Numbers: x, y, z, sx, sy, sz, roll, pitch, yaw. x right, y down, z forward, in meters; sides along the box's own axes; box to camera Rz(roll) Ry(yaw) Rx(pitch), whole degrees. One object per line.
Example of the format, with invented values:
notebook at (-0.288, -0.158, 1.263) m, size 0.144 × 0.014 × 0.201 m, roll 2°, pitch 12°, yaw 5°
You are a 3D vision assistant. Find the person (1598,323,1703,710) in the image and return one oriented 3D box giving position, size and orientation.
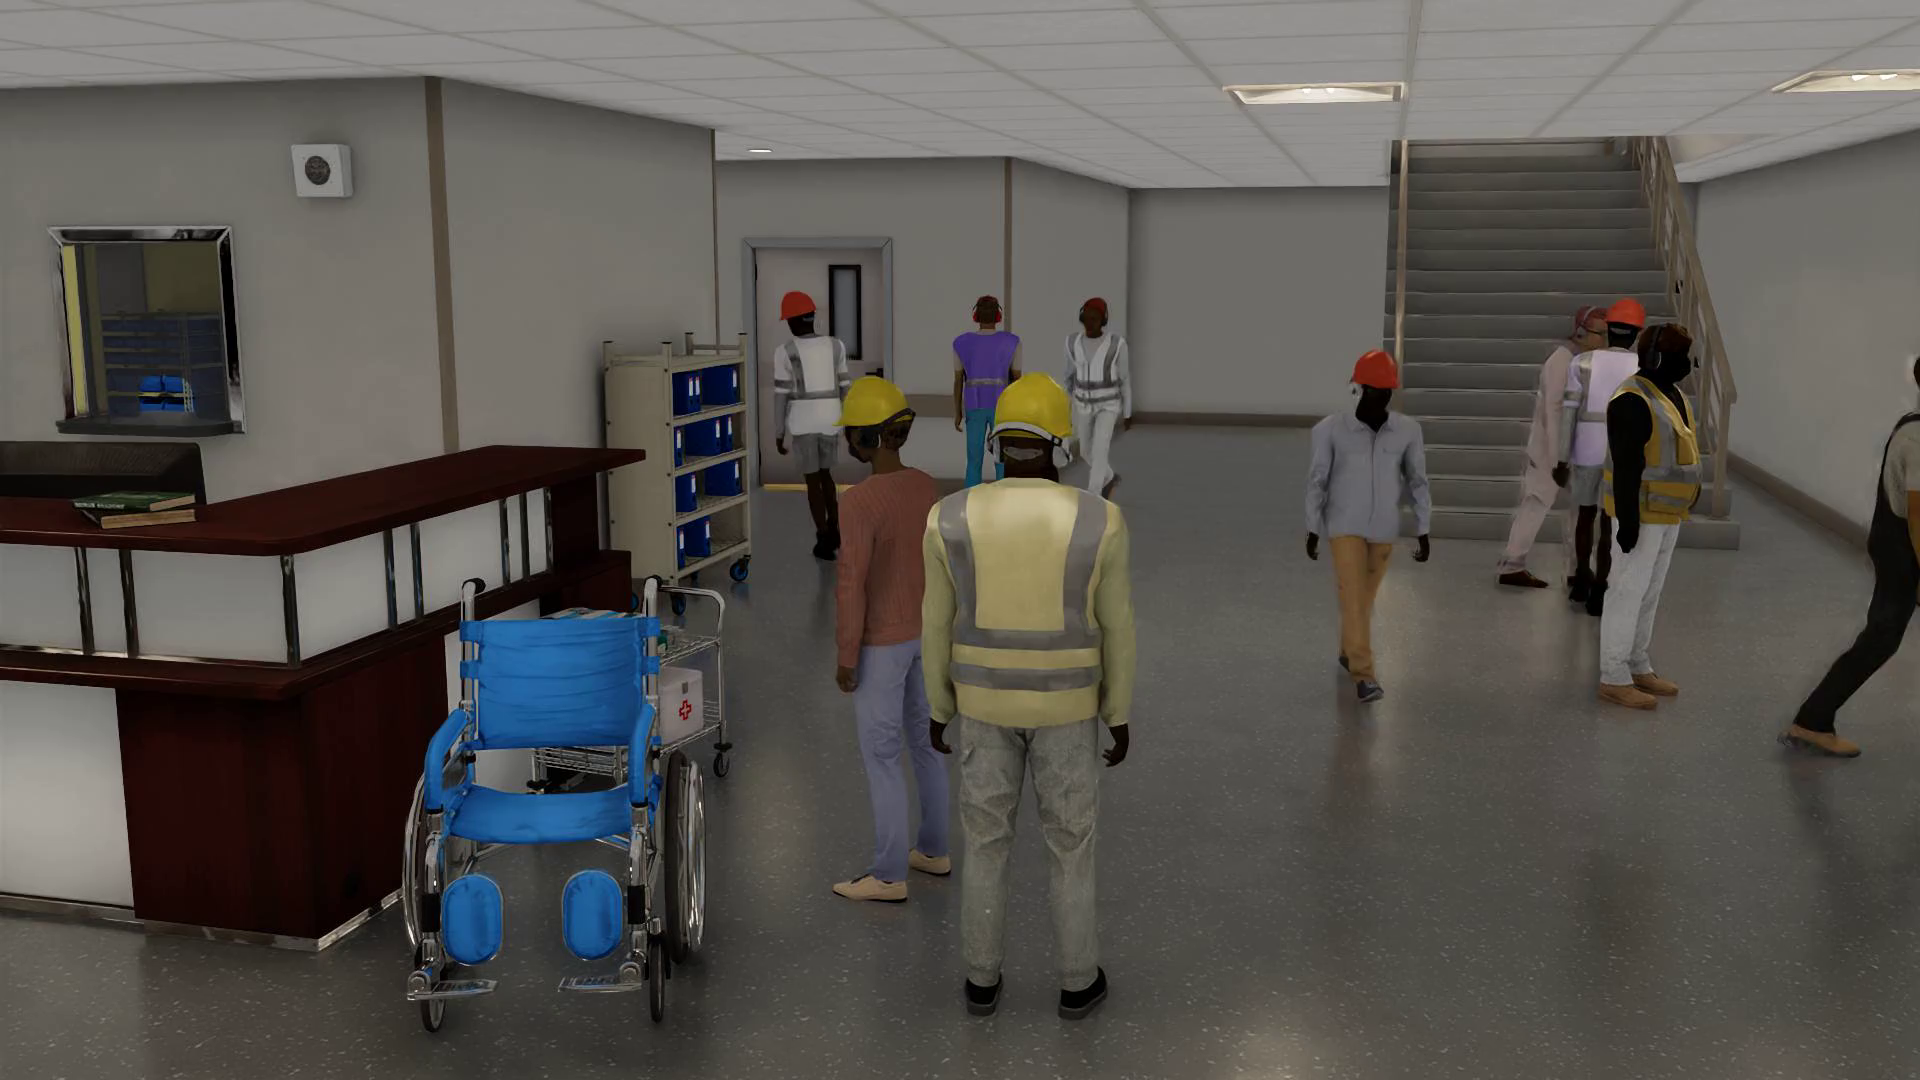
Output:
person at (3.327, -0.121, 8.014) m, size 0.429 × 1.841 × 0.634 m, roll 8°, pitch 13°, yaw 40°

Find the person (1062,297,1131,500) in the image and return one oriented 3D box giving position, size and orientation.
person at (1.184, -1.102, 13.824) m, size 0.608 × 1.846 × 0.920 m, roll 6°, pitch 11°, yaw 31°

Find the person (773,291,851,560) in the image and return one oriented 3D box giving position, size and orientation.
person at (-1.054, -0.811, 11.864) m, size 0.585 × 1.910 × 0.492 m, roll -5°, pitch 11°, yaw -28°

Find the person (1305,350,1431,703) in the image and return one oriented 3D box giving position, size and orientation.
person at (2.020, -0.082, 8.195) m, size 0.585 × 1.699 × 0.924 m, roll -1°, pitch 10°, yaw -8°

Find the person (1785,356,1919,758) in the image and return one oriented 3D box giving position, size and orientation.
person at (4.053, 0.077, 7.026) m, size 0.929 × 1.786 × 0.533 m, roll 6°, pitch 11°, yaw 31°

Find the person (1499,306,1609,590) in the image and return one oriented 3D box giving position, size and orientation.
person at (3.894, -0.573, 10.676) m, size 0.814 × 1.842 × 0.674 m, roll 8°, pitch 12°, yaw 39°

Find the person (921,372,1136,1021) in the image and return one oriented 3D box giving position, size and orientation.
person at (0.195, 0.447, 4.697) m, size 0.600 × 1.829 × 0.404 m, roll 2°, pitch 10°, yaw 9°

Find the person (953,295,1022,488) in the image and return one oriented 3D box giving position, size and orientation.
person at (0.223, -1.030, 13.355) m, size 0.565 × 1.845 × 0.390 m, roll 0°, pitch 10°, yaw 3°

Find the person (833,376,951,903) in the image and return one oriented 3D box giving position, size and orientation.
person at (-0.256, 0.330, 5.616) m, size 0.349 × 1.758 × 0.521 m, roll 6°, pitch 11°, yaw 31°

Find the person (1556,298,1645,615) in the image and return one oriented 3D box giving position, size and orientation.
person at (3.951, -0.514, 10.137) m, size 0.562 × 1.896 × 0.690 m, roll 5°, pitch 11°, yaw 26°
